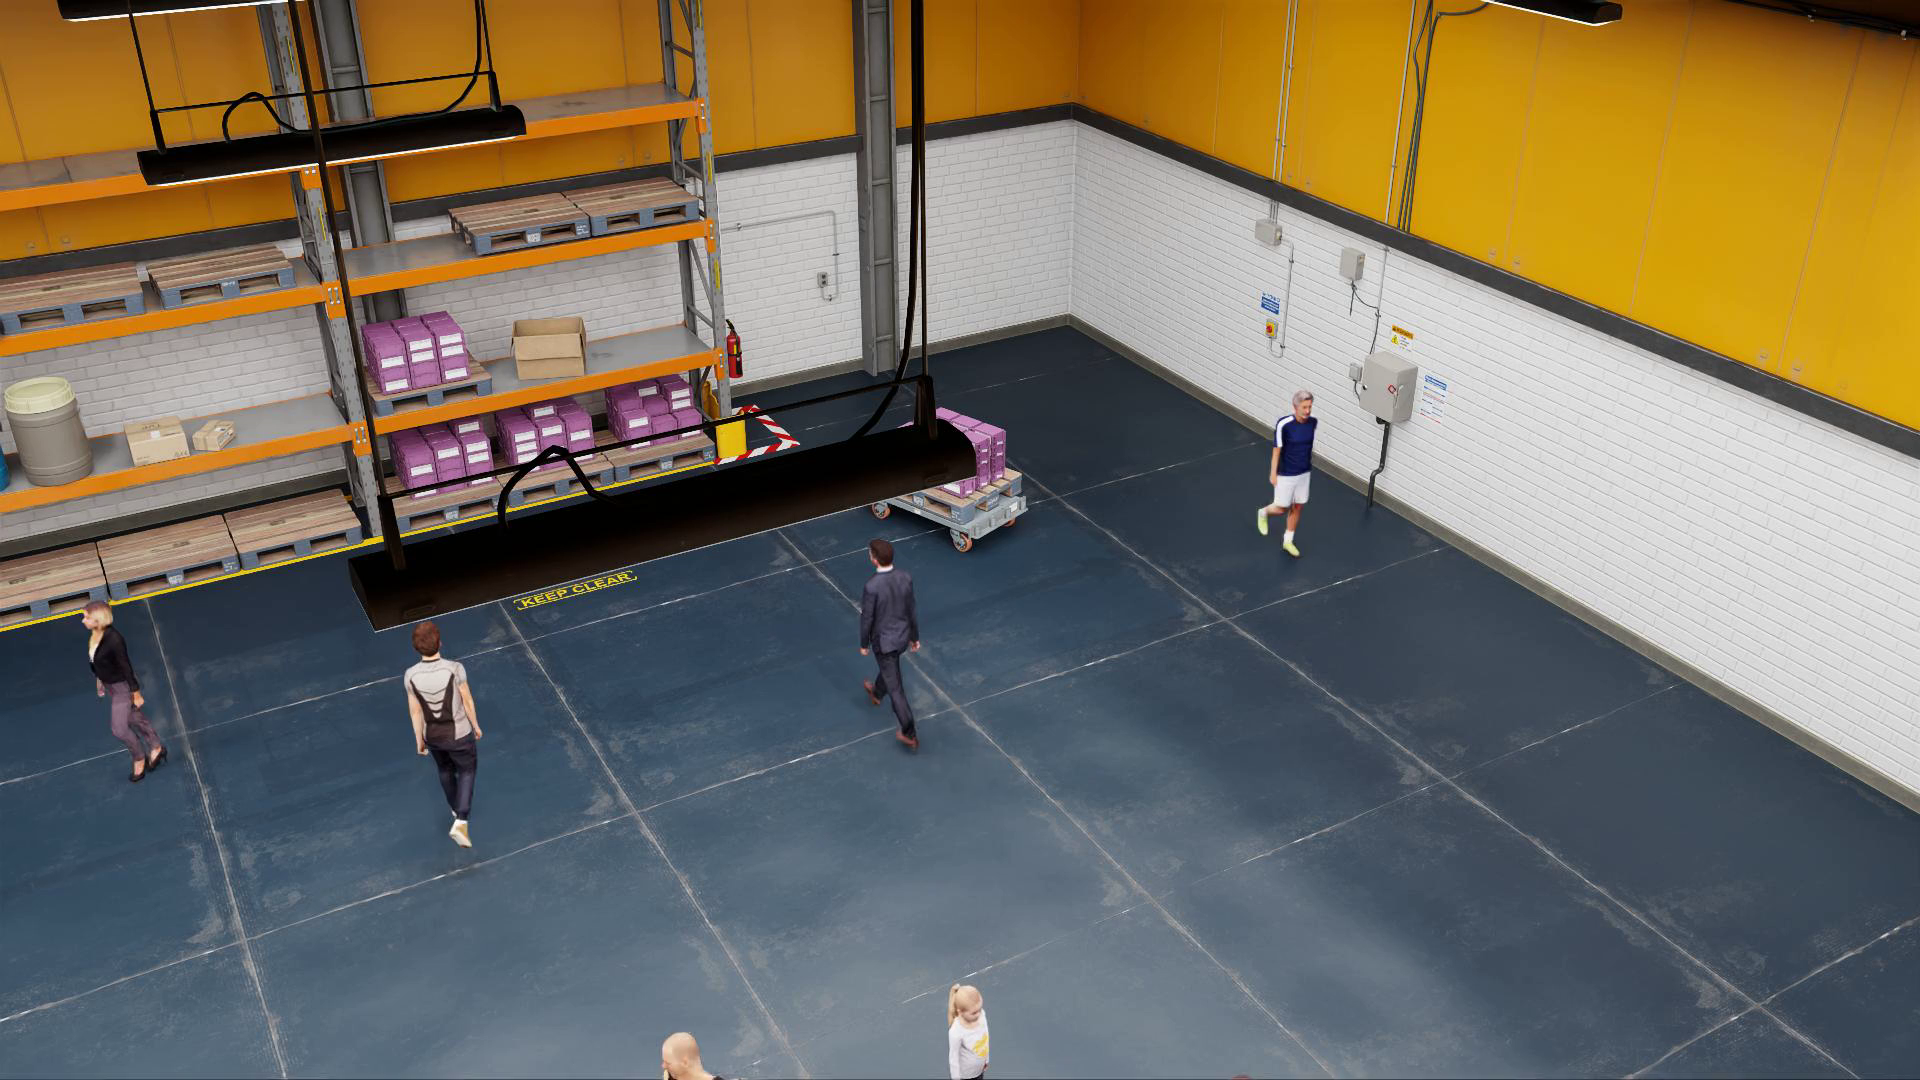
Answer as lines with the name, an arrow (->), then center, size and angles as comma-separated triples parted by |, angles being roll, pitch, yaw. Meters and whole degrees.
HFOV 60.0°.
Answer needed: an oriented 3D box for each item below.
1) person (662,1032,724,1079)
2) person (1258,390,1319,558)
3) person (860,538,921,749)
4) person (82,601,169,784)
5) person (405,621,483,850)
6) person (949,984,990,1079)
person -> -1.321, 3.434, 9.341 | 0.809, 1.776, 0.780 | 11, 30, 19
person -> 3.341, -0.735, 16.938 | 0.833, 1.822, 0.745 | -12, 31, -20
person -> -0.553, 0.901, 13.953 | 1.207, 1.807, 0.761 | -18, 34, -30
person -> -6.740, 1.196, 13.569 | 0.699, 1.658, 0.719 | 24, 36, 36
person -> -3.933, 1.520, 12.747 | 1.087, 1.875, 0.996 | -2, 29, -4
person -> 0.042, 3.231, 10.235 | 0.608, 1.277, 0.520 | 20, 35, 33
